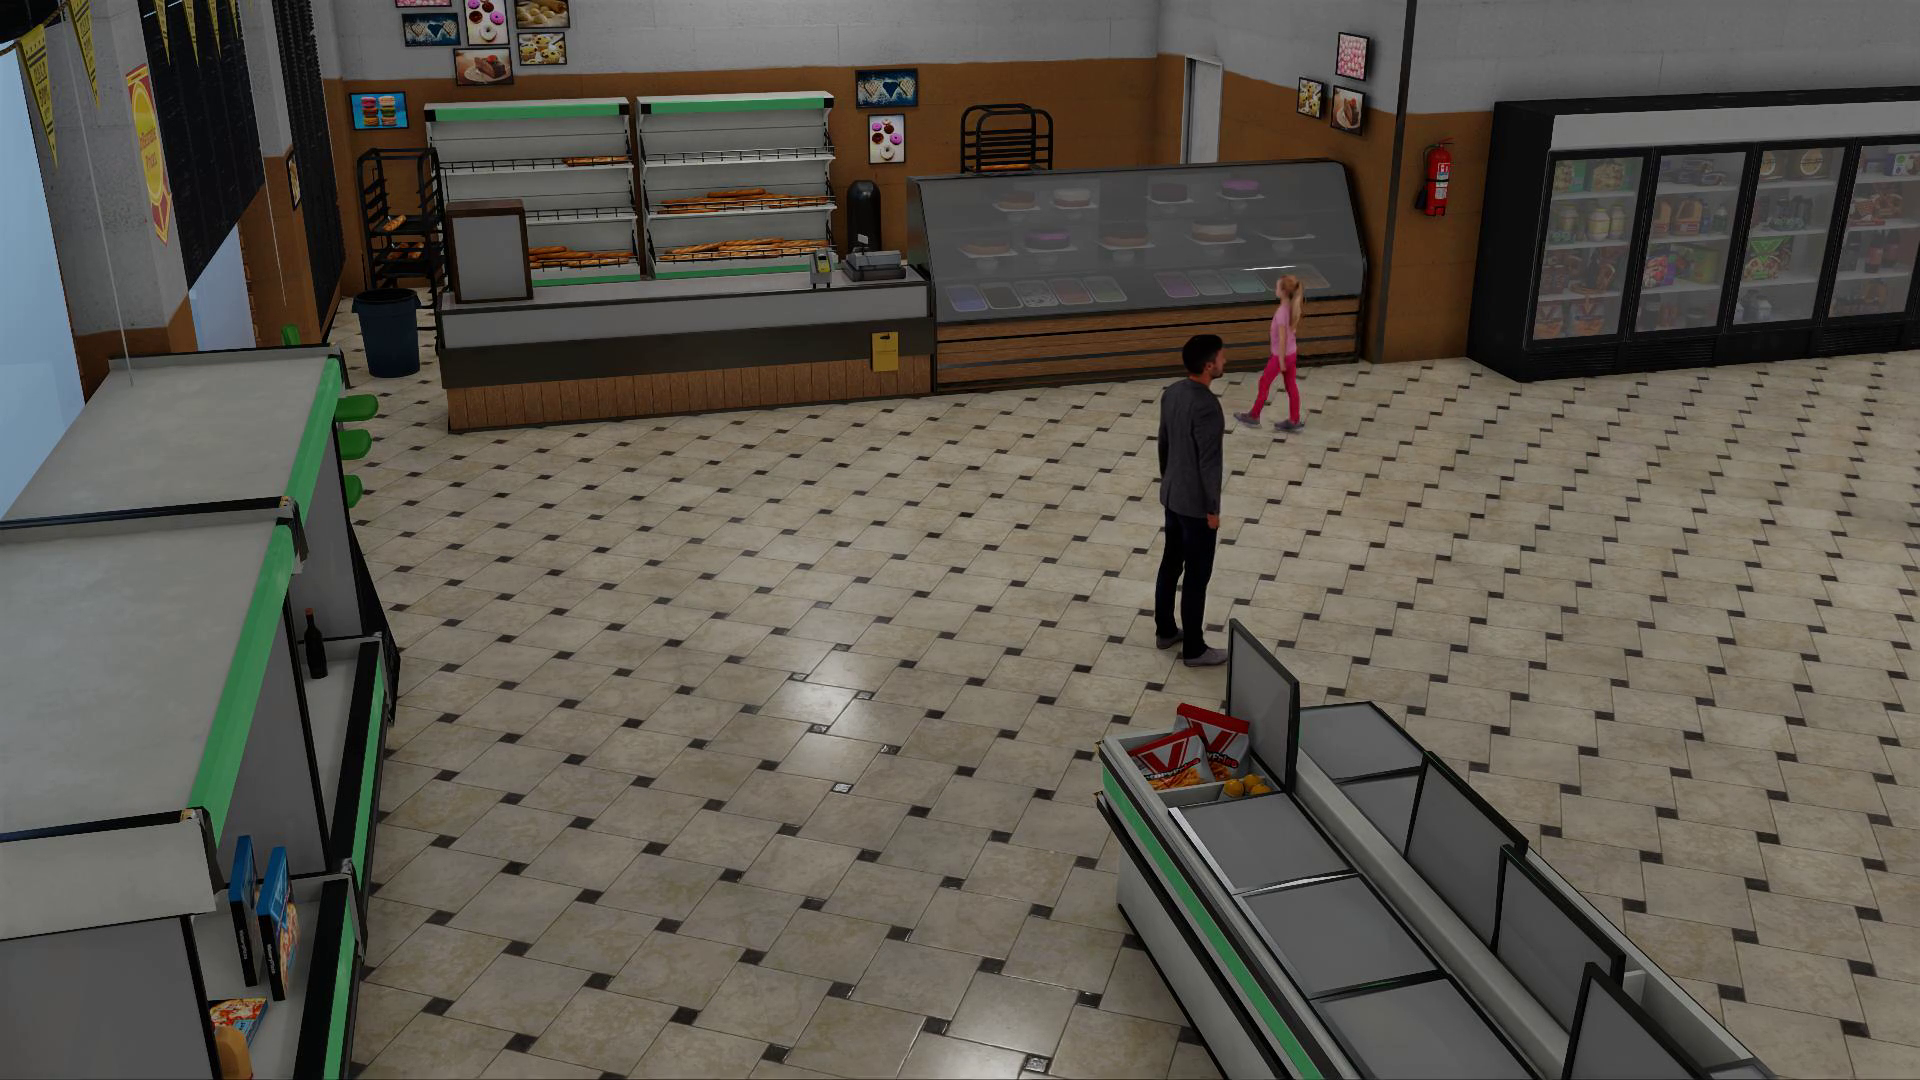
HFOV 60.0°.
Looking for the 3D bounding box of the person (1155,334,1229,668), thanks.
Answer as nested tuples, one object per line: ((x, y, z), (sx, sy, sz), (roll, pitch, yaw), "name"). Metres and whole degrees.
((1.284, -0.227, 9.221), (0.769, 1.873, 0.586), (-9, 24, -21), "person")

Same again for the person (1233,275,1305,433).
((2.610, -1.458, 13.114), (0.840, 1.253, 0.760), (15, 26, 32), "person")
